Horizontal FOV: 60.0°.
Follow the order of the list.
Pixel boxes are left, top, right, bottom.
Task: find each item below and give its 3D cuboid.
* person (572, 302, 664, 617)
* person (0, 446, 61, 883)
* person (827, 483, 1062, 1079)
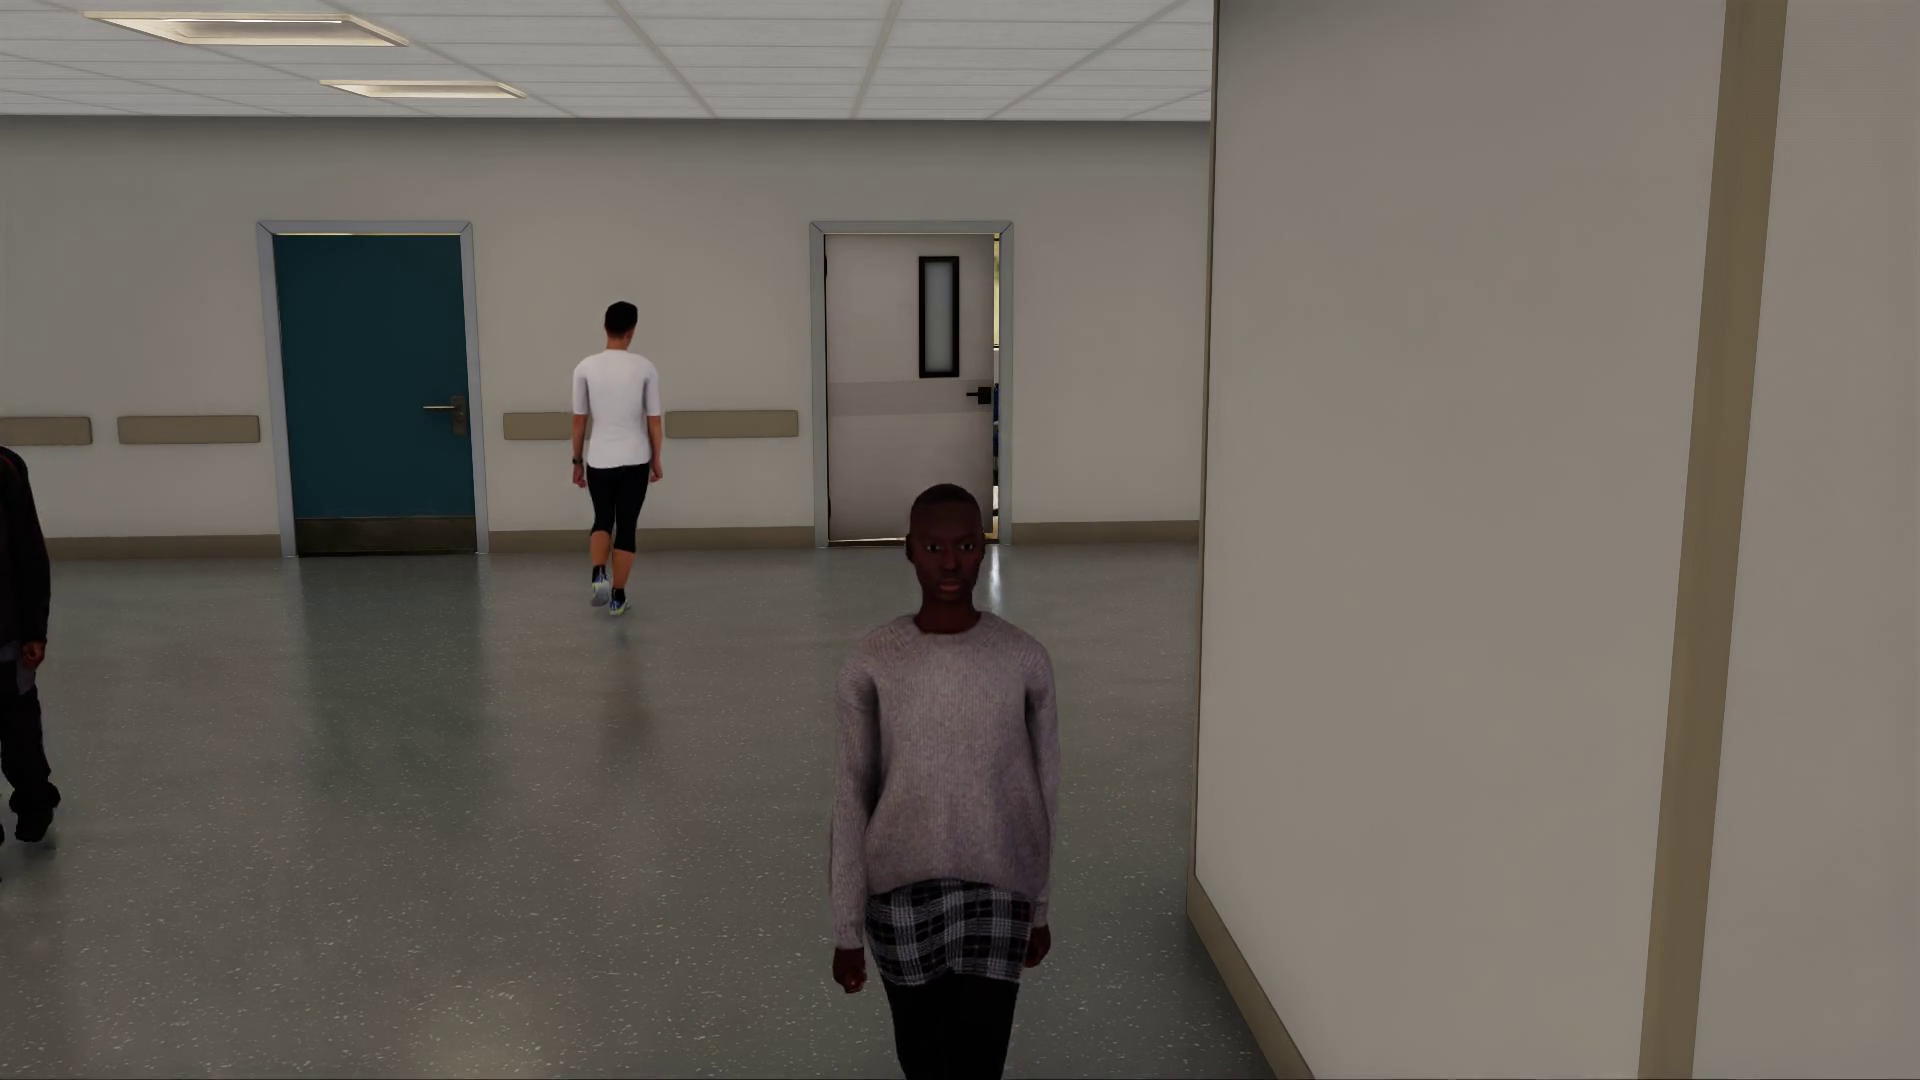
[{"bbox_3d":[-1.981,-0.445,9.658,0.620,1.832,0.718,-1,11,-7],"label":"person"},{"bbox_3d":[-3.437,0.321,5.721,0.992,1.795,0.969,-6,12,-27],"label":"person"},{"bbox_3d":[-0.038,0.761,3.584,1.137,1.728,0.778,0,11,0],"label":"person"}]
